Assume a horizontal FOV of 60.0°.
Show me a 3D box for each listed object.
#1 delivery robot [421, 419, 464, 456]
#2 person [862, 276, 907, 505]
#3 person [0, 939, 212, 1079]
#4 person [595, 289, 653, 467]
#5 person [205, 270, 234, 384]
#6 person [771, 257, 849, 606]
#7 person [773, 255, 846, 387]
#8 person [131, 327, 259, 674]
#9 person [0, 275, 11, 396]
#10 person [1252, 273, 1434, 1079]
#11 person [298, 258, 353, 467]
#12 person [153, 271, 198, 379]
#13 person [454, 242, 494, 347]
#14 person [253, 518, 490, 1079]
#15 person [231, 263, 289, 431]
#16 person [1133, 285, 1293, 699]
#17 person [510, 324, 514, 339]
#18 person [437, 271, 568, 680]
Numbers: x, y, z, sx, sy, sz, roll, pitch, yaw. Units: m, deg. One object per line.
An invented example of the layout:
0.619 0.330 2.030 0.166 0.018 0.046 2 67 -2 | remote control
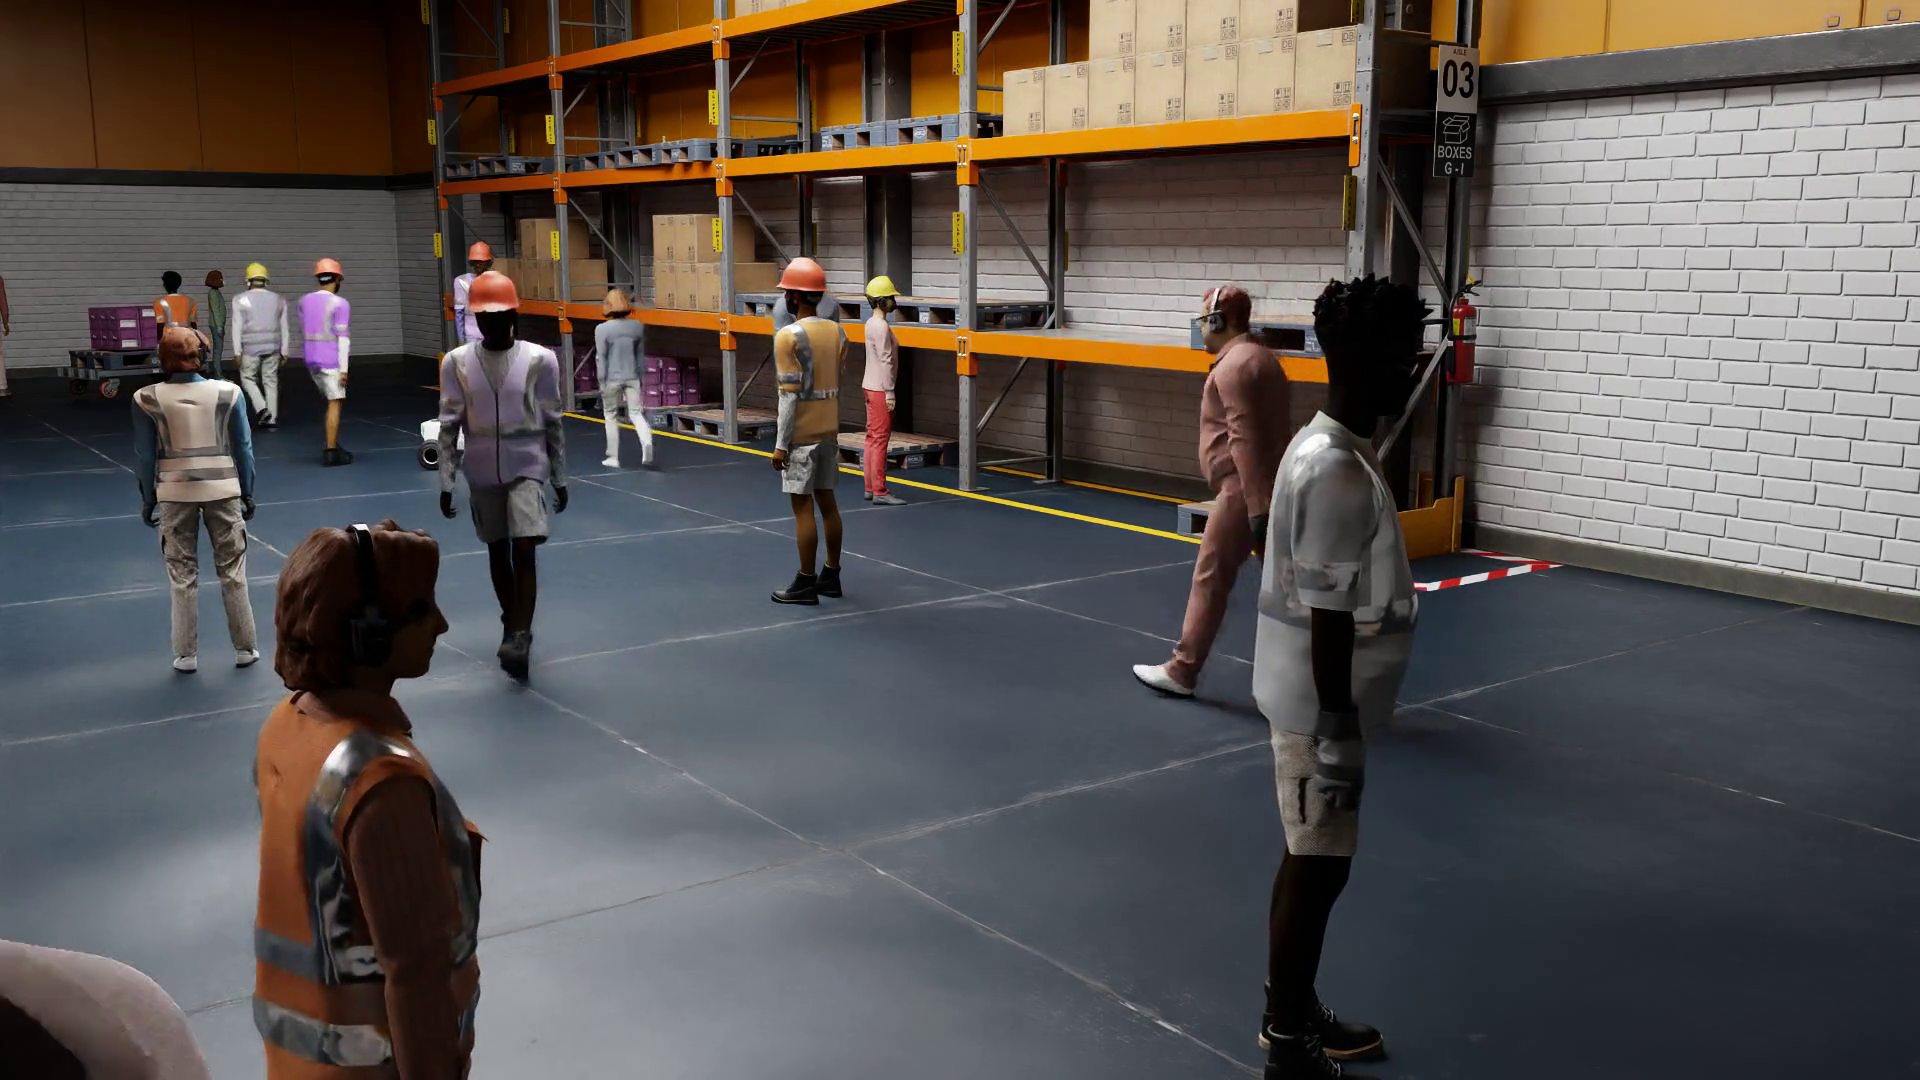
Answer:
-4.474 -0.969 15.017 0.707 0.478 0.477 0 10 -1 | delivery robot
-0.602 -1.155 12.921 0.302 1.772 0.525 -3 11 -15 | person
-0.779 0.903 1.092 0.647 1.875 0.867 0 10 2 | person
-3.011 -1.434 14.895 0.507 1.611 0.679 -7 12 -35 | person
-10.639 -3.046 23.882 0.280 1.636 0.500 -4 11 -22 | person
-0.862 -0.603 9.345 0.354 1.942 0.545 6 12 32 | person
-1.252 -1.418 13.960 0.668 1.925 0.624 -8 13 -37 | person
-3.593 -0.184 7.850 0.512 1.638 0.312 -5 11 -24 | person
-12.925 -2.888 21.994 0.624 1.993 0.385 -5 11 -25 | person
0.877 0.363 3.904 0.369 1.958 0.598 3 10 14 | person
-5.796 -1.618 15.221 0.570 1.889 0.595 4 11 22 | person
-9.300 -2.340 19.761 0.317 1.695 0.540 7 12 34 | person
-5.304 -2.294 18.559 0.609 2.035 0.404 -5 11 -24 | person
-0.848 0.785 2.421 0.310 1.637 0.523 -8 13 -37 | person
-7.507 -2.060 17.853 0.612 1.813 0.423 -10 14 -43 | person
1.216 -0.176 7.250 0.981 1.833 0.650 6 12 31 | person
-5.496 -2.282 19.632 0.501 1.627 0.269 -10 14 -44 | person
-2.162 -0.302 7.810 0.570 1.883 0.987 -1 10 -4 | person
